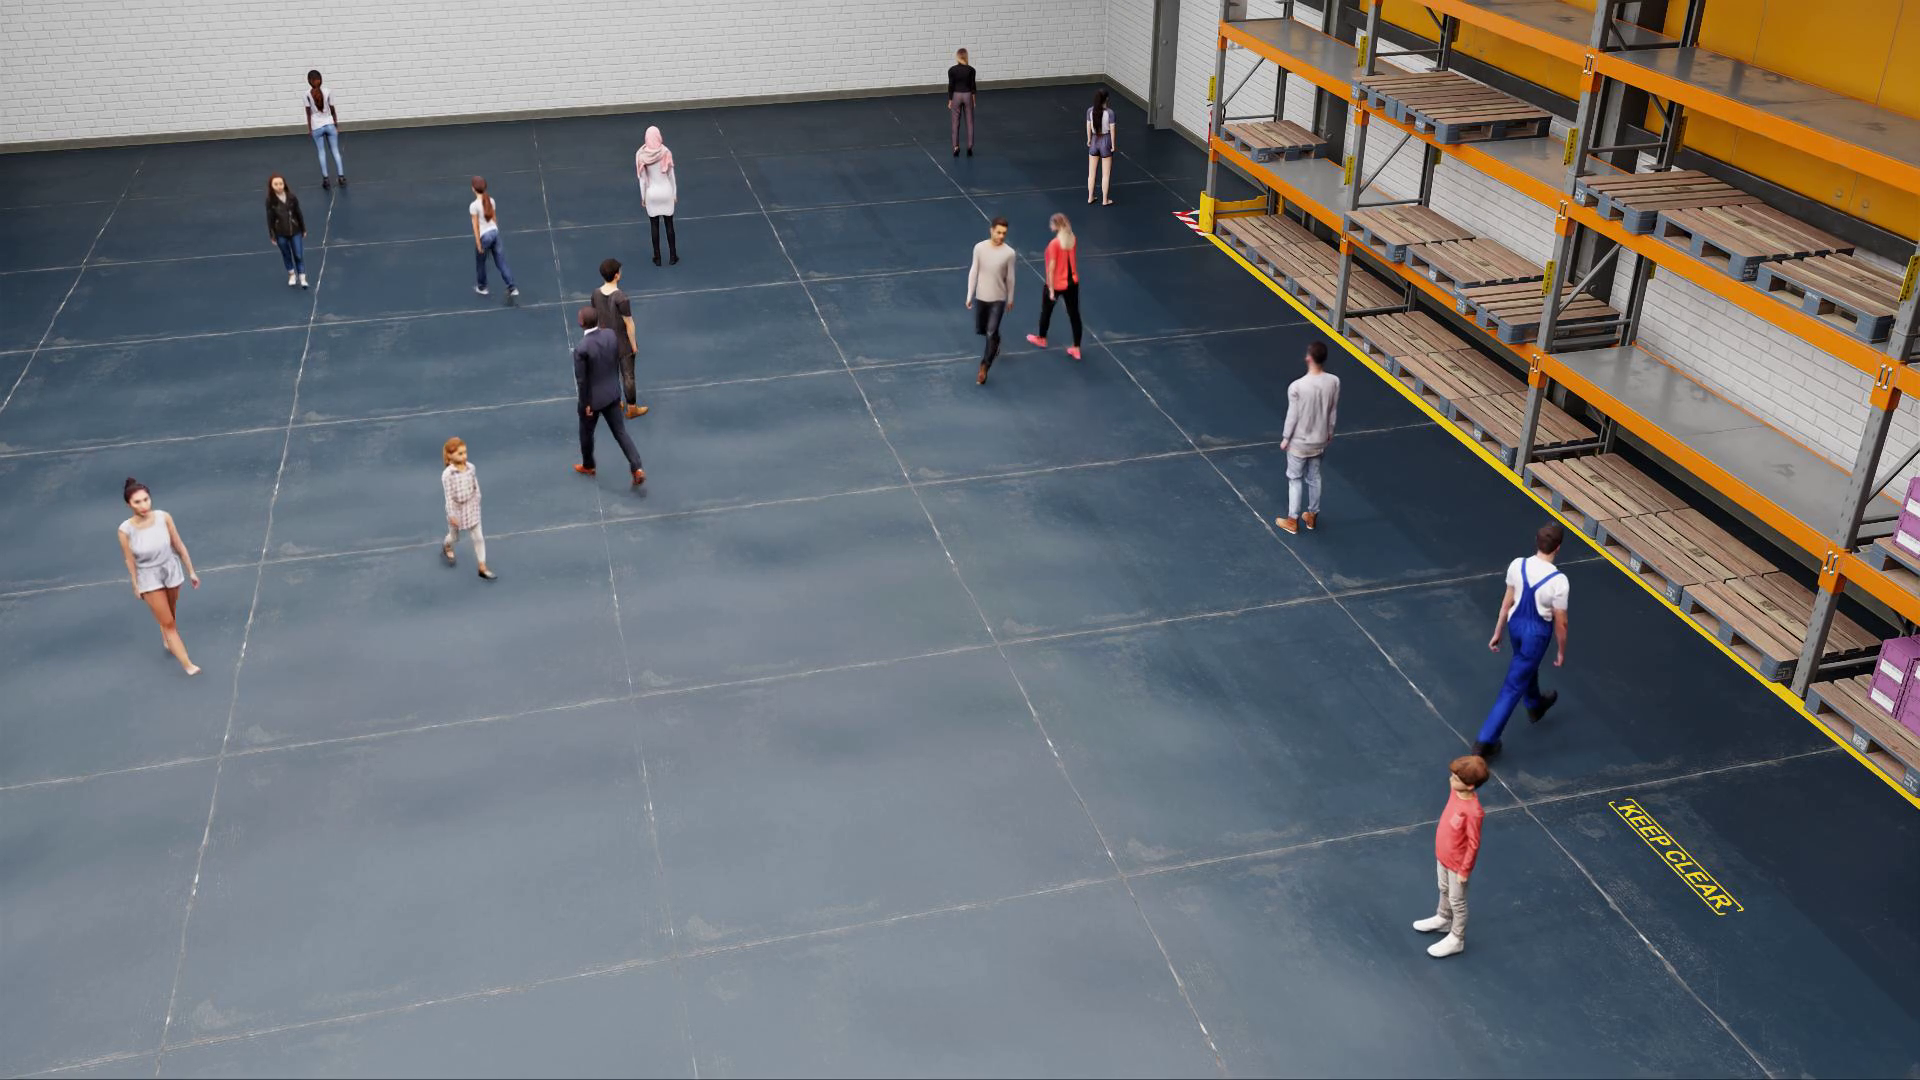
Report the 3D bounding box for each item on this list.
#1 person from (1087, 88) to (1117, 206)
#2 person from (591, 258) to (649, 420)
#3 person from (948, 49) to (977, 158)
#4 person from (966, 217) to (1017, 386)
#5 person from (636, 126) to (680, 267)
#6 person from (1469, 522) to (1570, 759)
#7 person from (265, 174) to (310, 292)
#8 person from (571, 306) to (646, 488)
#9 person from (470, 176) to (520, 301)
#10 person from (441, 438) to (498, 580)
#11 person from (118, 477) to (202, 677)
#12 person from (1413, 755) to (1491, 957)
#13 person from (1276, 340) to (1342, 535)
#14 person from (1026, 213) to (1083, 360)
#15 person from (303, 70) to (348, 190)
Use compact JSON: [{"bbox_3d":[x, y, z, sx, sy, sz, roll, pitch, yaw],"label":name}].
[{"bbox_3d":[2.014,-5.625,23.772,0.661,1.650,0.719,15,32,25],"label":"person"},{"bbox_3d":[-3.554,-2.085,17.212,0.709,1.717,0.750,12,31,21],"label":"person"},{"bbox_3d":[0.036,-6.815,25.936,0.625,1.666,0.569,-3,29,-6],"label":"person"},{"bbox_3d":[0.356,-2.647,18.118,1.023,1.835,1.175,9,30,17],"label":"person"},{"bbox_3d":[-3.876,-4.434,21.427,0.636,1.804,0.599,-6,29,-10],"label":"person"},{"bbox_3d":[4.007,0.767,11.903,1.077,1.795,1.302,-21,35,-33],"label":"person"},{"bbox_3d":[-8.395,-3.851,20.732,0.673,1.446,0.961,-12,31,-21],"label":"person"},{"bbox_3d":[-3.342,-1.332,15.746,1.064,1.799,1.283,-25,37,-38],"label":"person"},{"bbox_3d":[-5.705,-3.656,20.291,1.133,1.526,0.929,24,36,36],"label":"person"},{"bbox_3d":[-4.334,-0.287,14.355,0.959,1.296,0.811,23,36,35],"label":"person"},{"bbox_3d":[-6.327,0.256,13.065,1.082,1.578,0.929,22,36,34],"label":"person"},{"bbox_3d":[3.052,1.917,10.189,0.603,1.417,0.435,-4,29,-7],"label":"person"},{"bbox_3d":[3.135,-0.926,14.962,0.697,1.838,0.583,-10,30,-17],"label":"person"},{"bbox_3d":[1.199,-2.805,18.593,0.962,1.658,1.114,-20,34,-32],"label":"person"},{"bbox_3d":[-9.364,-6.050,24.478,0.616,1.721,0.586,-15,32,-25],"label":"person"}]
